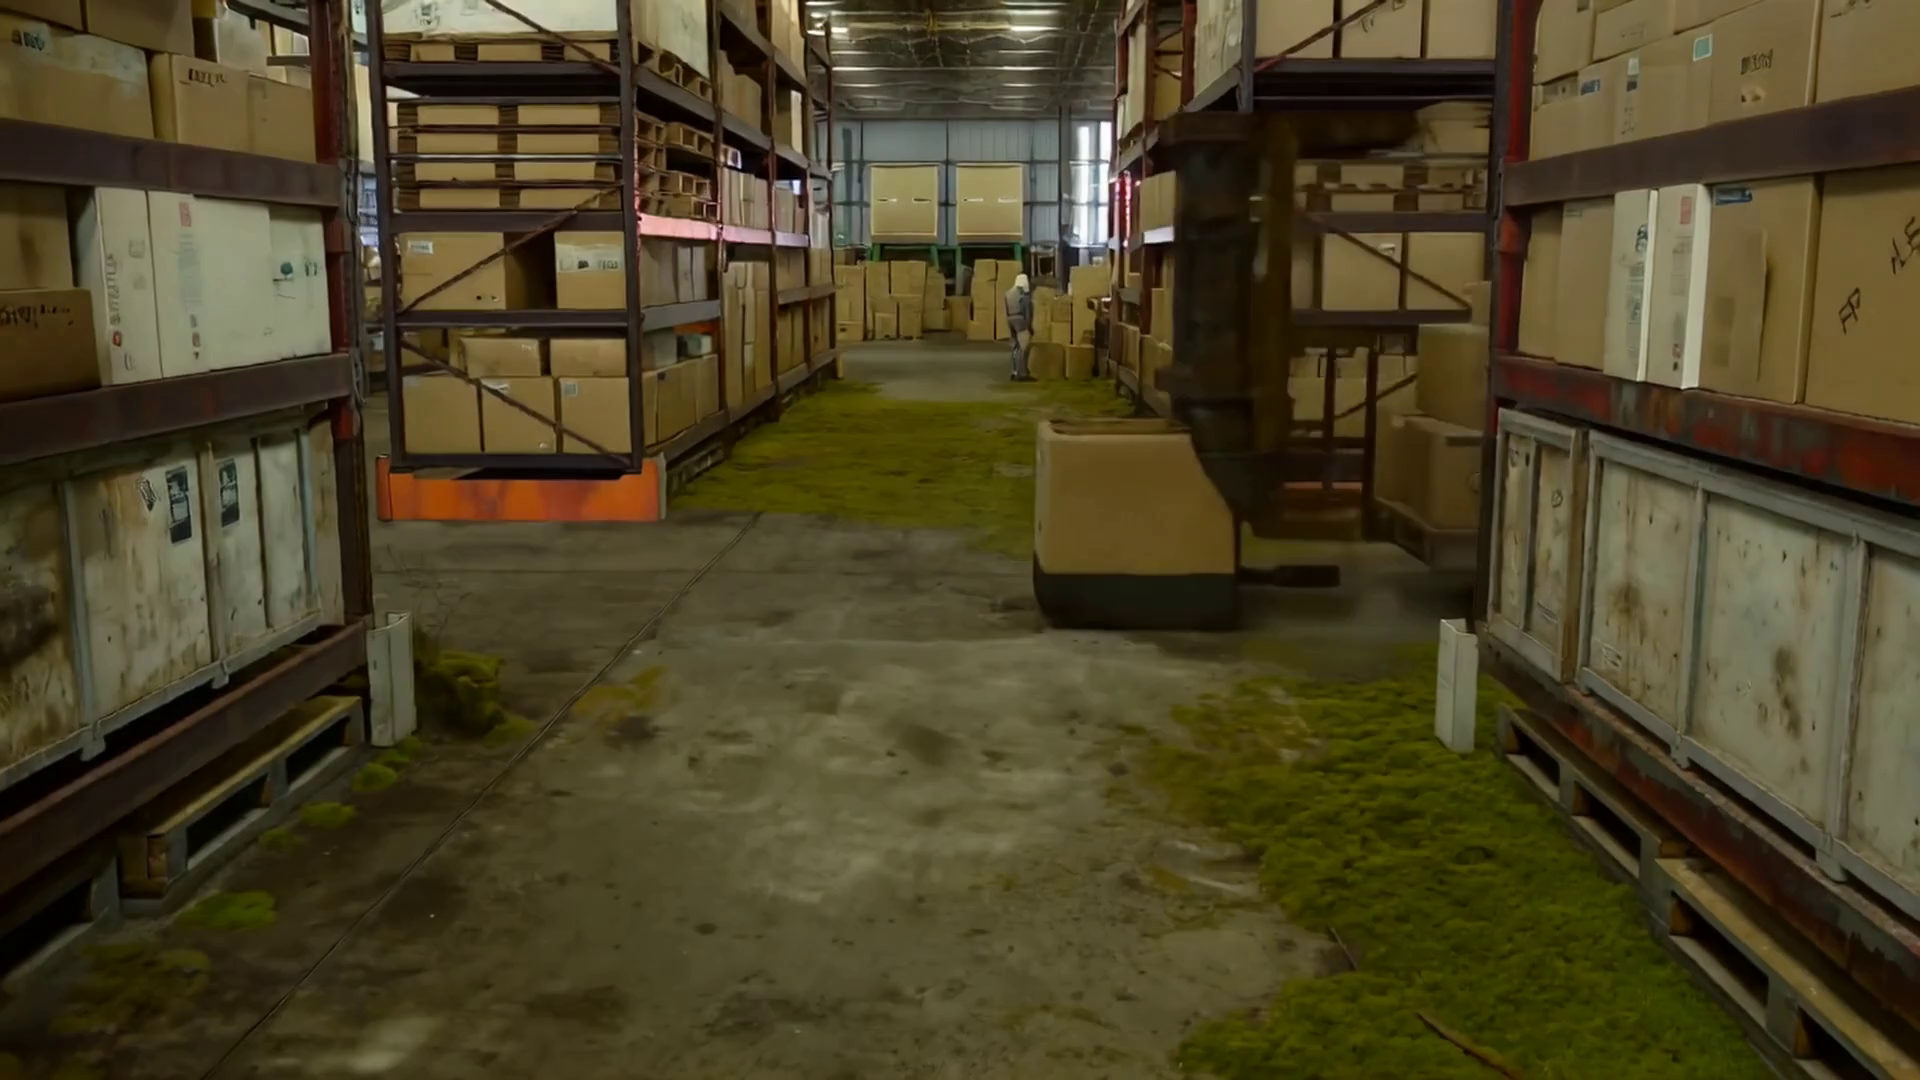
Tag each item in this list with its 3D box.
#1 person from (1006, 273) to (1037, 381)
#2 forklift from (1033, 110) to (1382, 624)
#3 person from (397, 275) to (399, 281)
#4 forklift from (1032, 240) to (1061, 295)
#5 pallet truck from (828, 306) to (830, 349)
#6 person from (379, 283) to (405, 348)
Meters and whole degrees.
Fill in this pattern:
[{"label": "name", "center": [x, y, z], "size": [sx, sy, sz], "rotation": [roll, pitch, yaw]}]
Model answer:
[{"label": "person", "center": [1.065, -3.647, 28.514], "size": [0.429, 1.842, 0.634], "rotation": [-7, 12, -38]}, {"label": "forklift", "center": [1.381, -0.988, 9.482], "size": [1.873, 2.768, 1.129], "rotation": [0, 9, 0]}, {"label": "person", "center": [-21.696, -9.500, 63.423], "size": [0.990, 1.883, 0.564], "rotation": [5, 11, 28]}, {"label": "forklift", "center": [3.172, -9.648, 61.356], "size": [1.129, 2.768, 1.873], "rotation": [0, 9, 1]}, {"label": "pallet truck", "center": [-3.100, -3.940, 29.800], "size": [1.885, 1.965, 0.823], "rotation": [3, 10, 19]}, {"label": "person", "center": [-11.804, -4.694, 34.622], "size": [0.468, 1.904, 0.590], "rotation": [5, 11, 28]}]
